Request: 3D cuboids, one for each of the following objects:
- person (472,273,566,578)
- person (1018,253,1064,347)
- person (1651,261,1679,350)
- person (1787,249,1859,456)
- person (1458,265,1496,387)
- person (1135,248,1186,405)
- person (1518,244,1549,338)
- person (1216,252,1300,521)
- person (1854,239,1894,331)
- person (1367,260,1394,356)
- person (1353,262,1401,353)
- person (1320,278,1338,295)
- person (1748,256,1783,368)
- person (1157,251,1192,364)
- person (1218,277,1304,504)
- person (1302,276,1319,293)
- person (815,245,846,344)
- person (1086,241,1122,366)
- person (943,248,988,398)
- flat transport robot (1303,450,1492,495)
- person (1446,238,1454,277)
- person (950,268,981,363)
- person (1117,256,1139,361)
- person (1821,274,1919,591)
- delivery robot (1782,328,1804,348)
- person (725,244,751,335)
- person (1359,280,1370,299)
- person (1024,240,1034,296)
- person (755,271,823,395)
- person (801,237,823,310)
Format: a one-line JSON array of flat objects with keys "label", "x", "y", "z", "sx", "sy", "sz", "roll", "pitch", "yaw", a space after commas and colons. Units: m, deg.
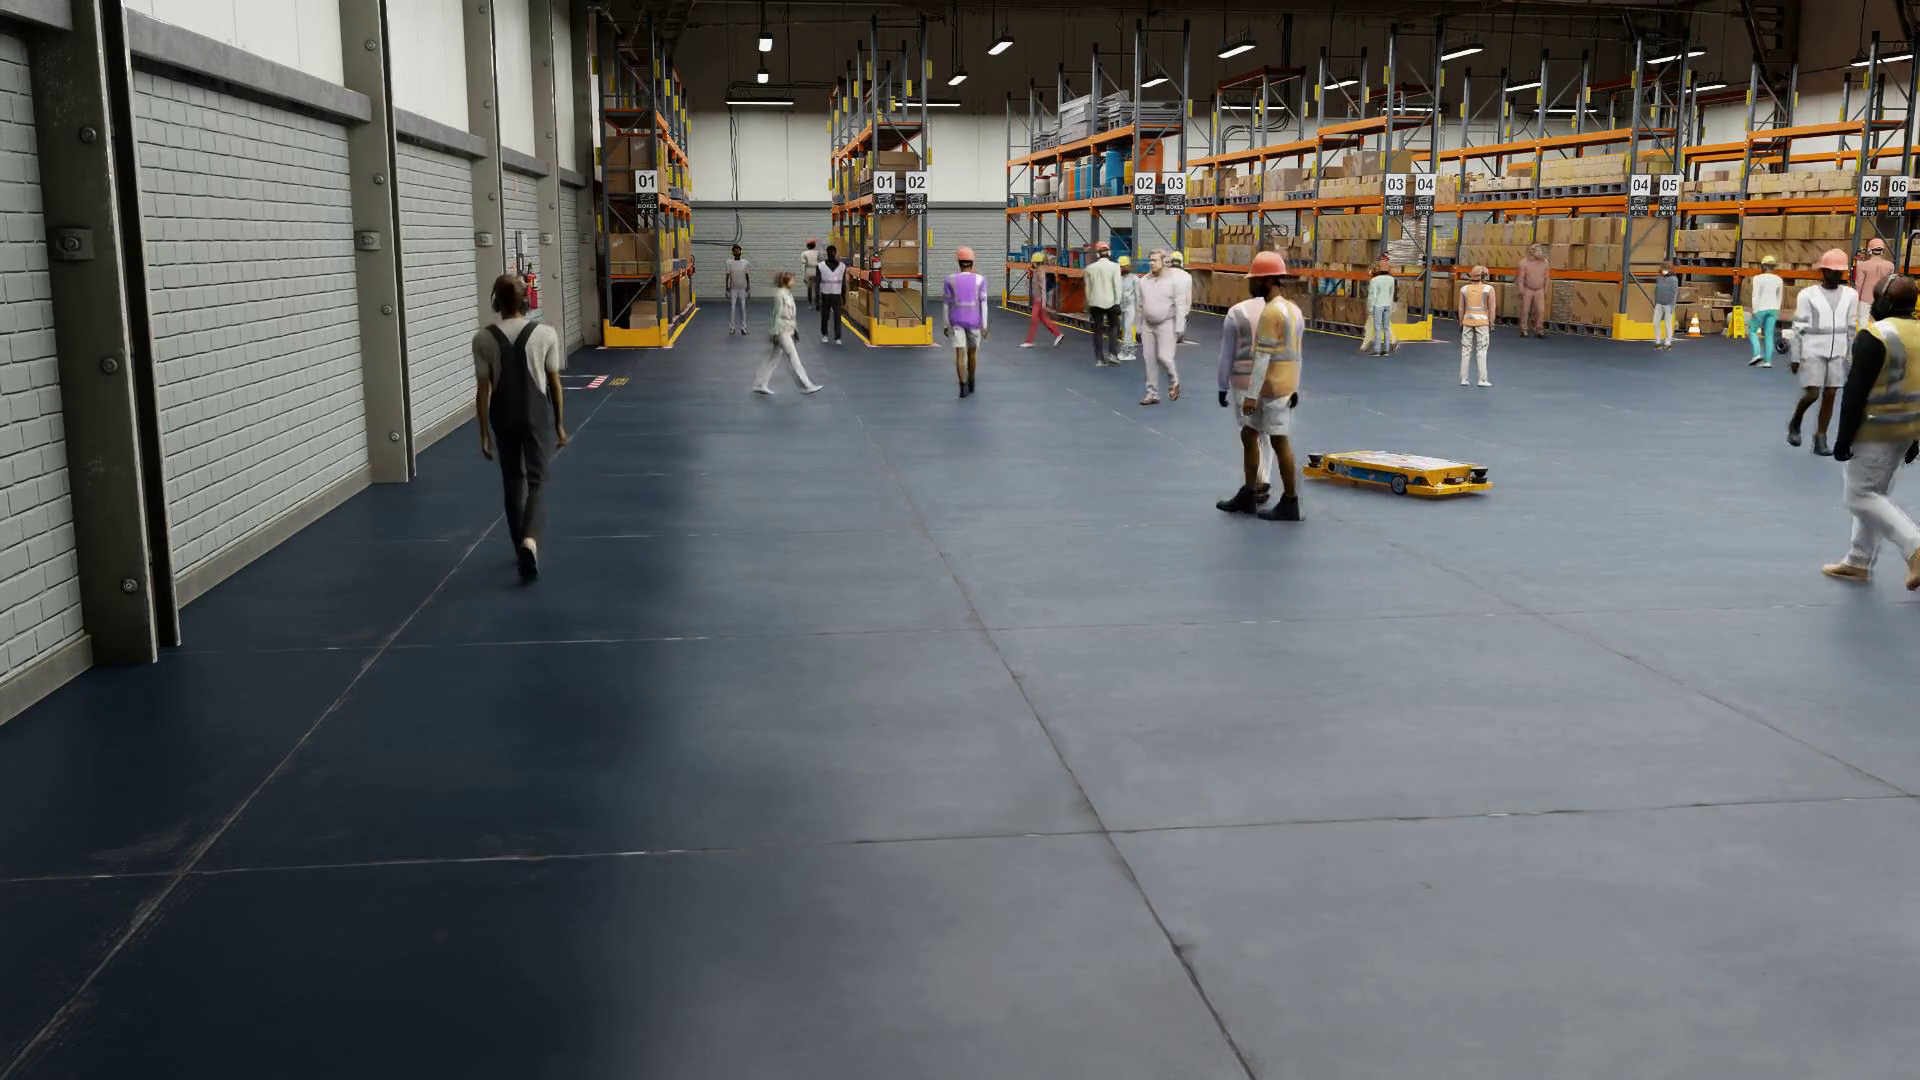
[{"label": "person", "x": -2.648, "y": -0.688, "z": 10.003, "sx": 0.514, "sy": 1.822, "sz": 0.871, "roll": -1, "pitch": 10, "yaw": -8}, {"label": "person", "x": 1.520, "y": -4.420, "z": 30.674, "sx": 0.839, "sy": 1.738, "sz": 0.534, "roll": -1, "pitch": 10, "yaw": -8}, {"label": "person", "x": 12.603, "y": -4.178, "z": 29.678, "sx": 0.513, "sy": 1.592, "sz": 0.519, "roll": -7, "pitch": 13, "yaw": -35}, {"label": "person", "x": 8.036, "y": -1.742, "z": 15.497, "sx": 0.541, "sy": 1.922, "sz": 0.518, "roll": 0, "pitch": 10, "yaw": 2}, {"label": "person", "x": 7.020, "y": -2.902, "z": 22.604, "sx": 0.512, "sy": 1.639, "sz": 0.311, "roll": 9, "pitch": 13, "yaw": 39}, {"label": "person", "x": 2.406, "y": -2.572, "z": 20.106, "sx": 0.664, "sy": 1.888, "sz": 0.466, "roll": 8, "pitch": 13, "yaw": 36}, {"label": "person", "x": 11.534, "y": -4.985, "z": 33.389, "sx": 0.656, "sy": 1.874, "sz": 0.868, "roll": 0, "pitch": 10, "yaw": 2}, {"label": "person", "x": 2.119, "y": -1.090, "z": 11.902, "sx": 0.745, "sy": 1.910, "sz": 0.561, "roll": 3, "pitch": 11, "yaw": 14}, {"label": "person", "x": 14.891, "y": -3.913, "z": 27.173, "sx": 0.613, "sy": 1.994, "sz": 0.382, "roll": 0, "pitch": 10, "yaw": 0}, {"label": "person", "x": 7.202, "y": -3.967, "z": 28.459, "sx": 0.500, "sy": 1.633, "sz": 0.286, "roll": -6, "pitch": 12, "yaw": -30}, {"label": "person", "x": 7.337, "y": -4.069, "z": 29.113, "sx": 0.825, "sy": 1.600, "sz": 0.501, "roll": 0, "pitch": 10, "yaw": -3}, {"label": "person", "x": 11.238, "y": -8.012, "z": 50.187, "sx": 0.824, "sy": 1.794, "sz": 0.655, "roll": 2, "pitch": 11, "yaw": 11}, {"label": "person", "x": 12.540, "y": -3.546, "z": 25.900, "sx": 0.545, "sy": 1.723, "sz": 0.533, "roll": -1, "pitch": 10, "yaw": -6}, {"label": "person", "x": 3.325, "y": -3.621, "z": 26.113, "sx": 0.632, "sy": 1.796, "sz": 0.553, "roll": 3, "pitch": 11, "yaw": 17}, {"label": "person", "x": 2.304, "y": -1.178, "z": 12.739, "sx": 0.633, "sy": 1.830, "sz": 0.831, "roll": -1, "pitch": 10, "yaw": -4}, {"label": "person", "x": 10.356, "y": -7.967, "z": 49.364, "sx": 0.842, "sy": 1.996, "sz": 0.648, "roll": -5, "pitch": 11, "yaw": -24}, {"label": "person", "x": -2.475, "y": -4.683, "z": 31.720, "sx": 0.605, "sy": 1.884, "sz": 0.957, "roll": -3, "pitch": 11, "yaw": -16}, {"label": "person", "x": 2.293, "y": -3.719, "z": 26.234, "sx": 0.645, "sy": 1.950, "sz": 0.588, "roll": 6, "pitch": 12, "yaw": 29}, {"label": "person", "x": 0.063, "y": -2.789, "z": 21.312, "sx": 0.567, "sy": 1.882, "sz": 0.978, "roll": 0, "pitch": 10, "yaw": 0}, {"label": "flat transport robot", "x": 3.539, "y": -0.561, "z": 13.524, "sx": 0.652, "sy": 0.197, "sz": 1.431, "roll": -7, "pitch": 12, "yaw": -33}, {"label": "person", "x": 15.321, "y": -8.368, "z": 51.627, "sx": 0.663, "sy": 1.976, "sz": 0.618, "roll": 7, "pitch": 13, "yaw": 35}, {"label": "person", "x": 0.109, "y": -3.427, "z": 25.589, "sx": 0.521, "sy": 1.604, "sz": 0.851, "roll": 0, "pitch": 10, "yaw": -1}, {"label": "person", "x": 2.670, "y": -3.781, "z": 27.244, "sx": 0.497, "sy": 1.699, "sz": 0.871, "roll": 8, "pitch": 13, "yaw": 37}, {"label": "person", "x": 5.340, "y": -0.605, "z": 9.524, "sx": 0.634, "sy": 1.818, "sz": 0.722, "roll": -6, "pitch": 12, "yaw": -29}, {"label": "delivery robot", "x": 14.566, "y": -3.518, "z": 28.698, "sx": 0.477, "sy": 0.478, "sz": 0.707, "roll": -4, "pitch": 11, "yaw": -22}, {"label": "person", "x": -4.613, "y": -5.198, "z": 34.557, "sx": 0.531, "sy": 1.870, "sz": 0.317, "roll": -3, "pitch": 11, "yaw": -14}, {"label": "person", "x": 9.292, "y": -5.802, "z": 37.825, "sx": 0.636, "sy": 1.883, "sz": 0.996, "roll": -1, "pitch": 10, "yaw": -7}, {"label": "person", "x": 2.018, "y": -7.923, "z": 49.306, "sx": 0.363, "sy": 1.939, "sz": 0.636, "roll": -1, "pitch": 10, "yaw": -5}, {"label": "person", "x": -2.226, "y": -2.643, "z": 21.312, "sx": 0.913, "sy": 1.585, "sz": 0.530, "roll": 1, "pitch": 10, "yaw": 5}, {"label": "person", "x": -4.063, "y": -7.337, "z": 45.893, "sx": 0.612, "sy": 2.020, "sz": 0.893, "roll": -2, "pitch": 10, "yaw": -9}]
